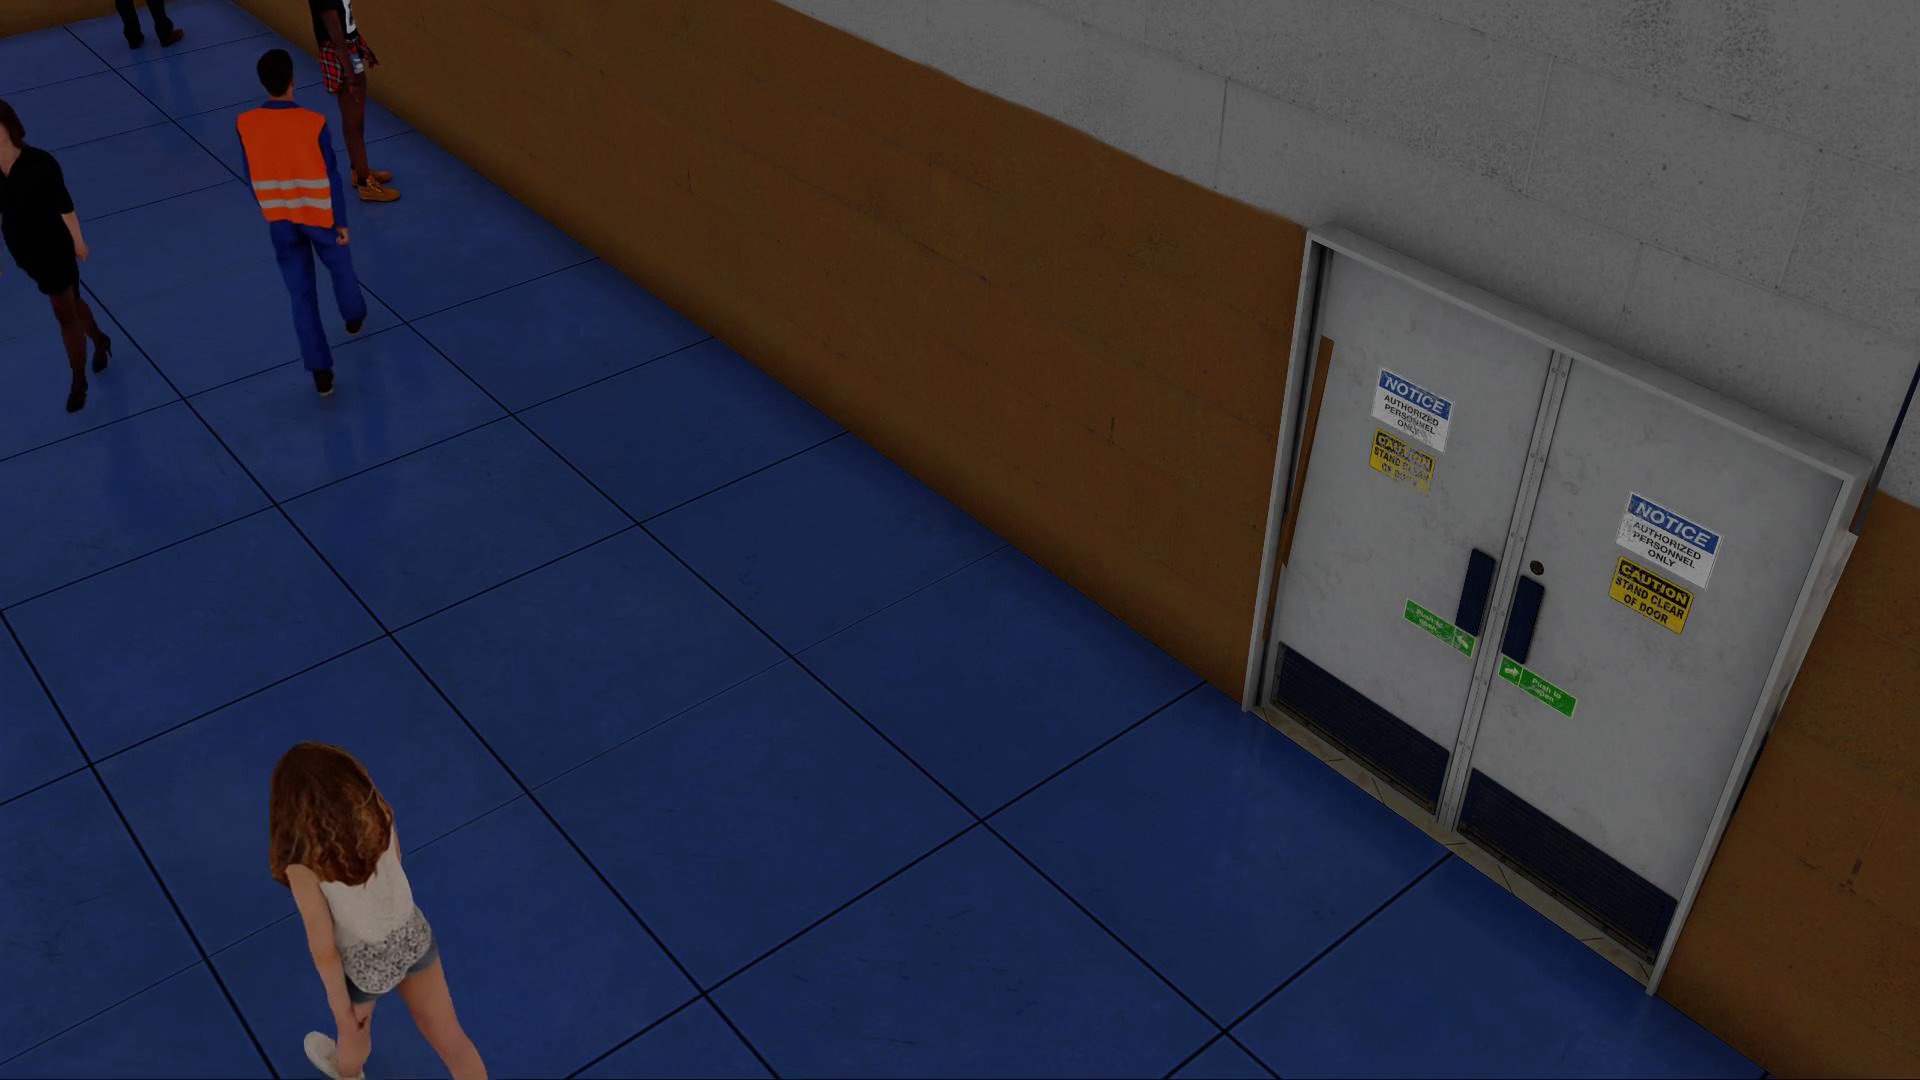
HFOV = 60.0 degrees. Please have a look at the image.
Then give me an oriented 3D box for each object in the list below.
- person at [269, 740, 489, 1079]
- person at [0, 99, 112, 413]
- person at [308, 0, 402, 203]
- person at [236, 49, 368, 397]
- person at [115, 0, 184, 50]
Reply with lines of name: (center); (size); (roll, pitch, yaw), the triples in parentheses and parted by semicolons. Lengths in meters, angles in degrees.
person: (-1.677, 1.329, 5.068); (0.820, 1.722, 1.081); (23, 43, 28)
person: (-4.928, -1.609, 9.009); (0.979, 1.673, 1.010); (1, 37, 1)
person: (-4.059, -3.103, 10.968); (0.696, 1.727, 0.688); (-13, 39, -17)
person: (-3.560, -1.661, 8.978); (1.296, 1.810, 1.150); (-7, 37, -9)
person: (-6.678, -4.808, 13.219); (0.705, 1.752, 0.816); (-5, 37, -6)
